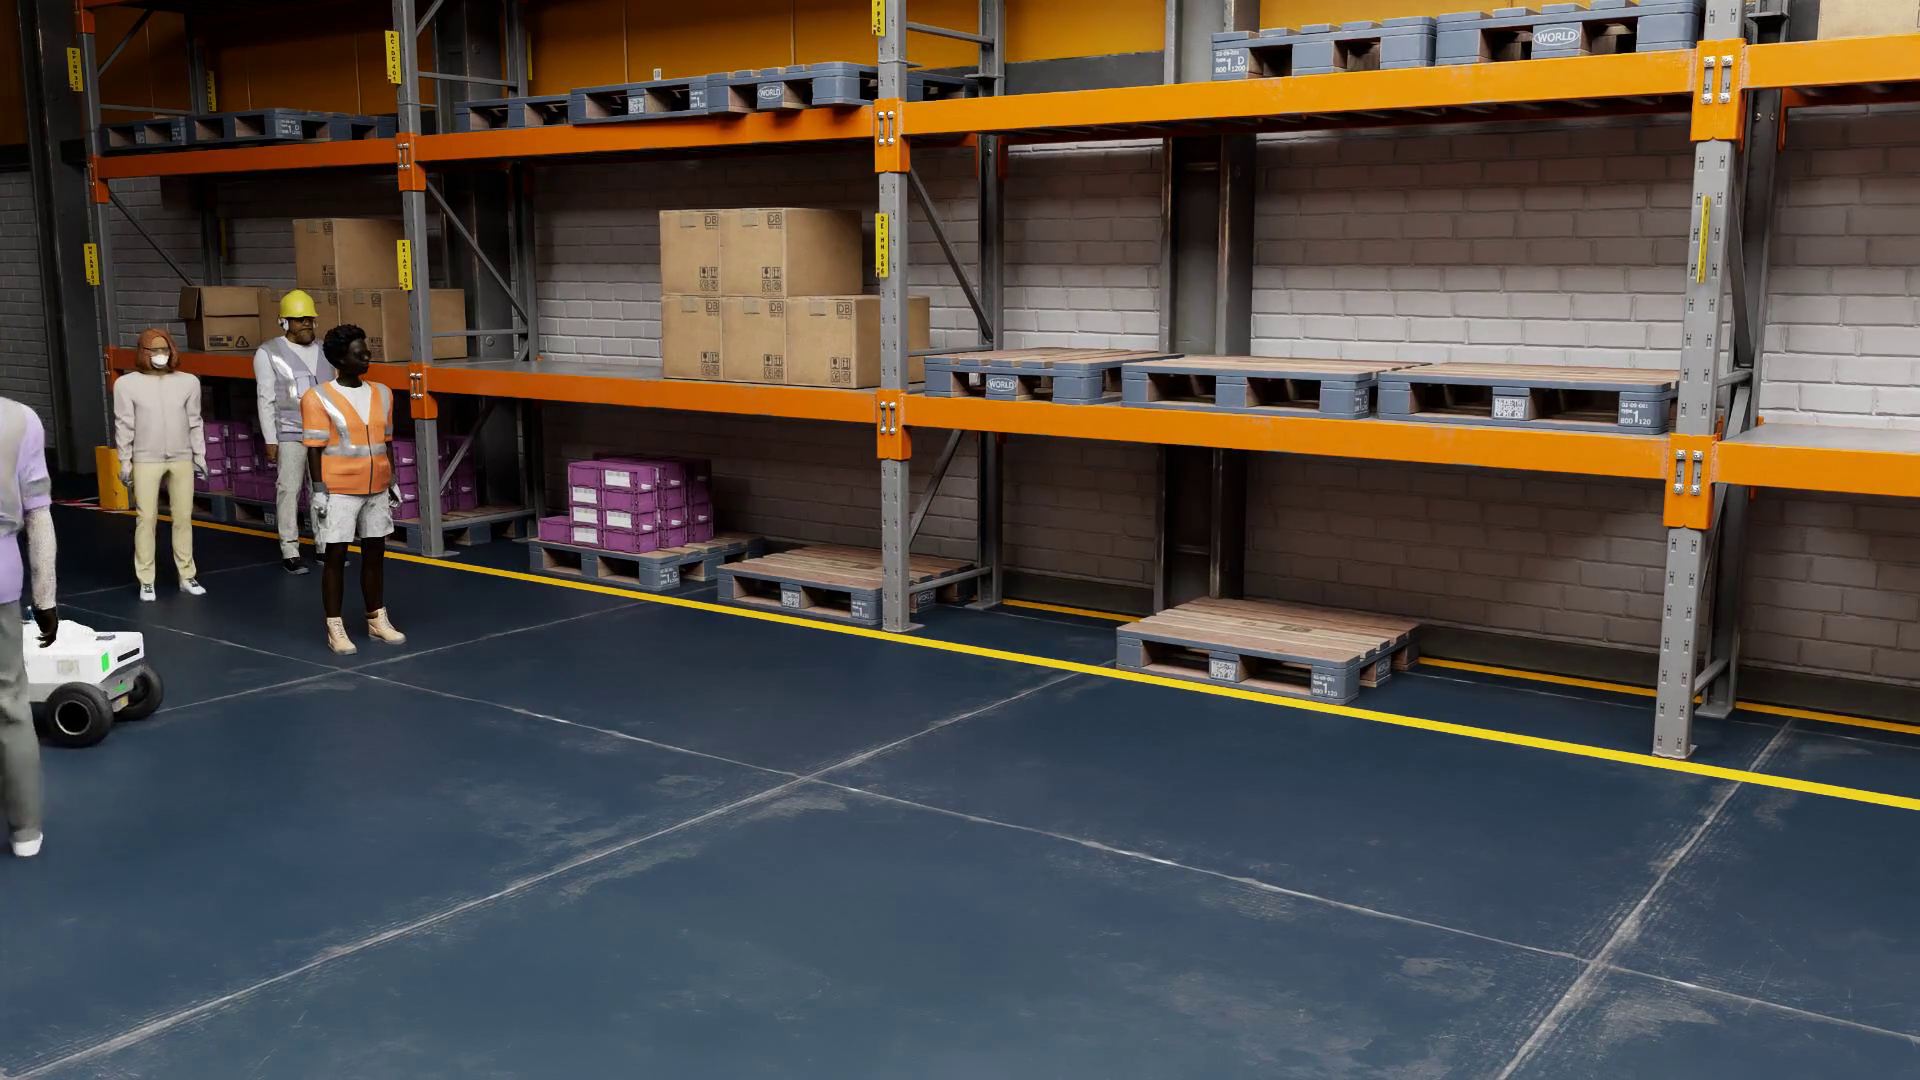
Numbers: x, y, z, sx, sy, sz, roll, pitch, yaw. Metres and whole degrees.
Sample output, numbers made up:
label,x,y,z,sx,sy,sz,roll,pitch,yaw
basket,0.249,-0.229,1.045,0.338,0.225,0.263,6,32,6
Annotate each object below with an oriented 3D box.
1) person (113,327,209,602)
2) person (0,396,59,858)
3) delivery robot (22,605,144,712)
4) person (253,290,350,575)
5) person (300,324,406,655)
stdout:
label,x,y,z,sx,sy,sz,roll,pitch,yaw
person,-4.772,-0.455,9.964,0.507,1.630,0.268,-9,13,-42
person,-3.306,0.155,5.475,0.594,1.923,0.382,-9,13,-42
delivery robot,-3.890,0.517,7.095,0.707,0.478,0.477,0,9,2
person,-4.262,-0.701,10.830,0.404,1.832,0.597,7,12,35
person,-3.141,-0.265,8.636,0.317,1.698,0.539,7,12,35
